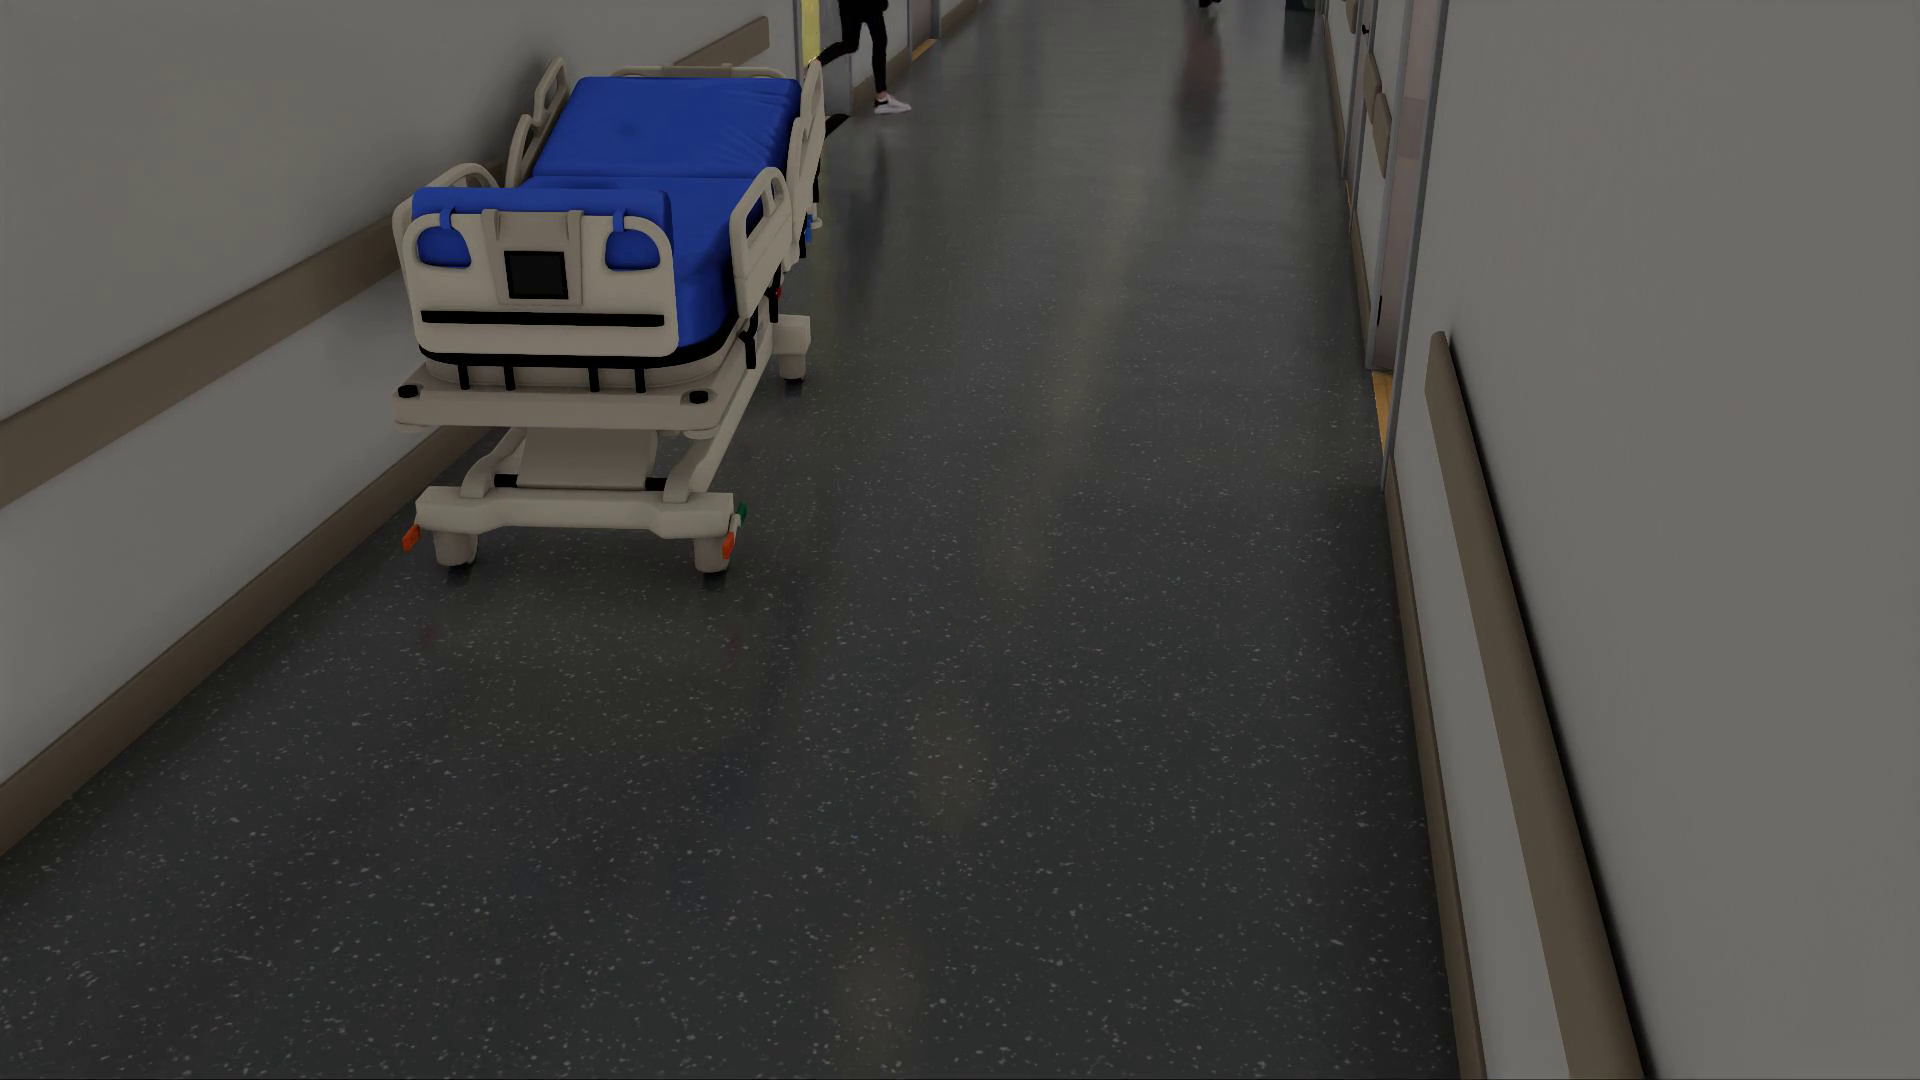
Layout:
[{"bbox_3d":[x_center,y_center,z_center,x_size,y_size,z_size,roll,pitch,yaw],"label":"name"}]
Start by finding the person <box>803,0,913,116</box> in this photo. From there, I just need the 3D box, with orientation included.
[{"bbox_3d":[-0.805,-3.831,11.615,1.071,1.765,0.617,5,26,11],"label":"person"}]
